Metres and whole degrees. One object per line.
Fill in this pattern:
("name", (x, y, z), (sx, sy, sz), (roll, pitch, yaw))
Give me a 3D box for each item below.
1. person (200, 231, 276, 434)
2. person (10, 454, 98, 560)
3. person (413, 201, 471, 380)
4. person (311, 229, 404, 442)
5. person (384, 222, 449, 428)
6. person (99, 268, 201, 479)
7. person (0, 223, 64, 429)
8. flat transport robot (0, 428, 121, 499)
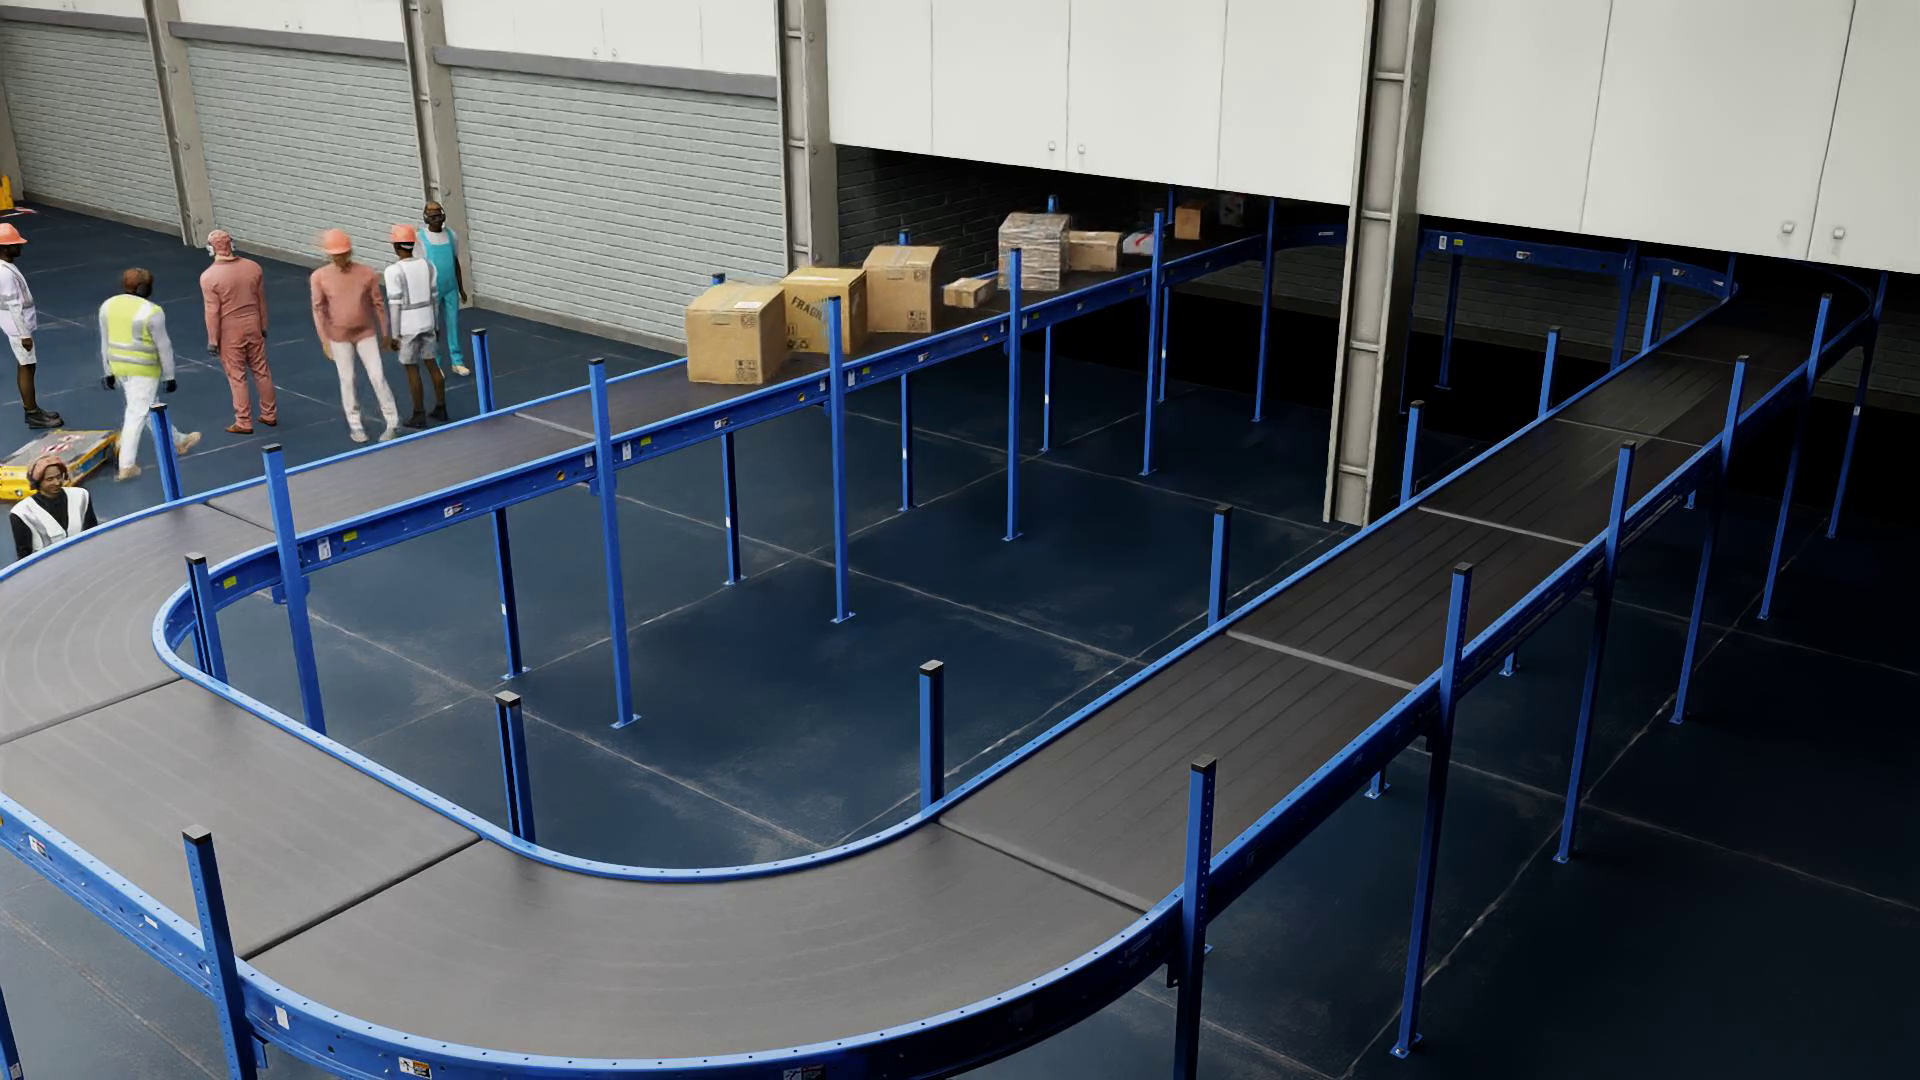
("person", (-6.754, -1.936, 15.518), (0.406, 1.902, 0.636), (12, 25, 29))
("person", (-5.576, 0.238, 10.367), (0.322, 1.627, 0.529), (13, 25, 30))
("person", (-5.377, -2.590, 17.250), (0.505, 1.847, 0.344), (-17, 27, -37))
("person", (-5.524, -1.839, 15.176), (0.638, 1.973, 0.585), (-8, 23, -19))
("person", (-5.158, -2.025, 15.697), (0.374, 1.934, 0.552), (14, 26, 32))
("person", (-7.142, -1.476, 14.521), (0.631, 1.773, 1.033), (8, 23, 20))
("person", (-8.819, -2.008, 15.649), (0.361, 1.938, 0.545), (-13, 25, -30))
("flat transport robot", (-7.901, -0.689, 14.537), (0.652, 0.197, 1.431), (-1, 22, -3))
